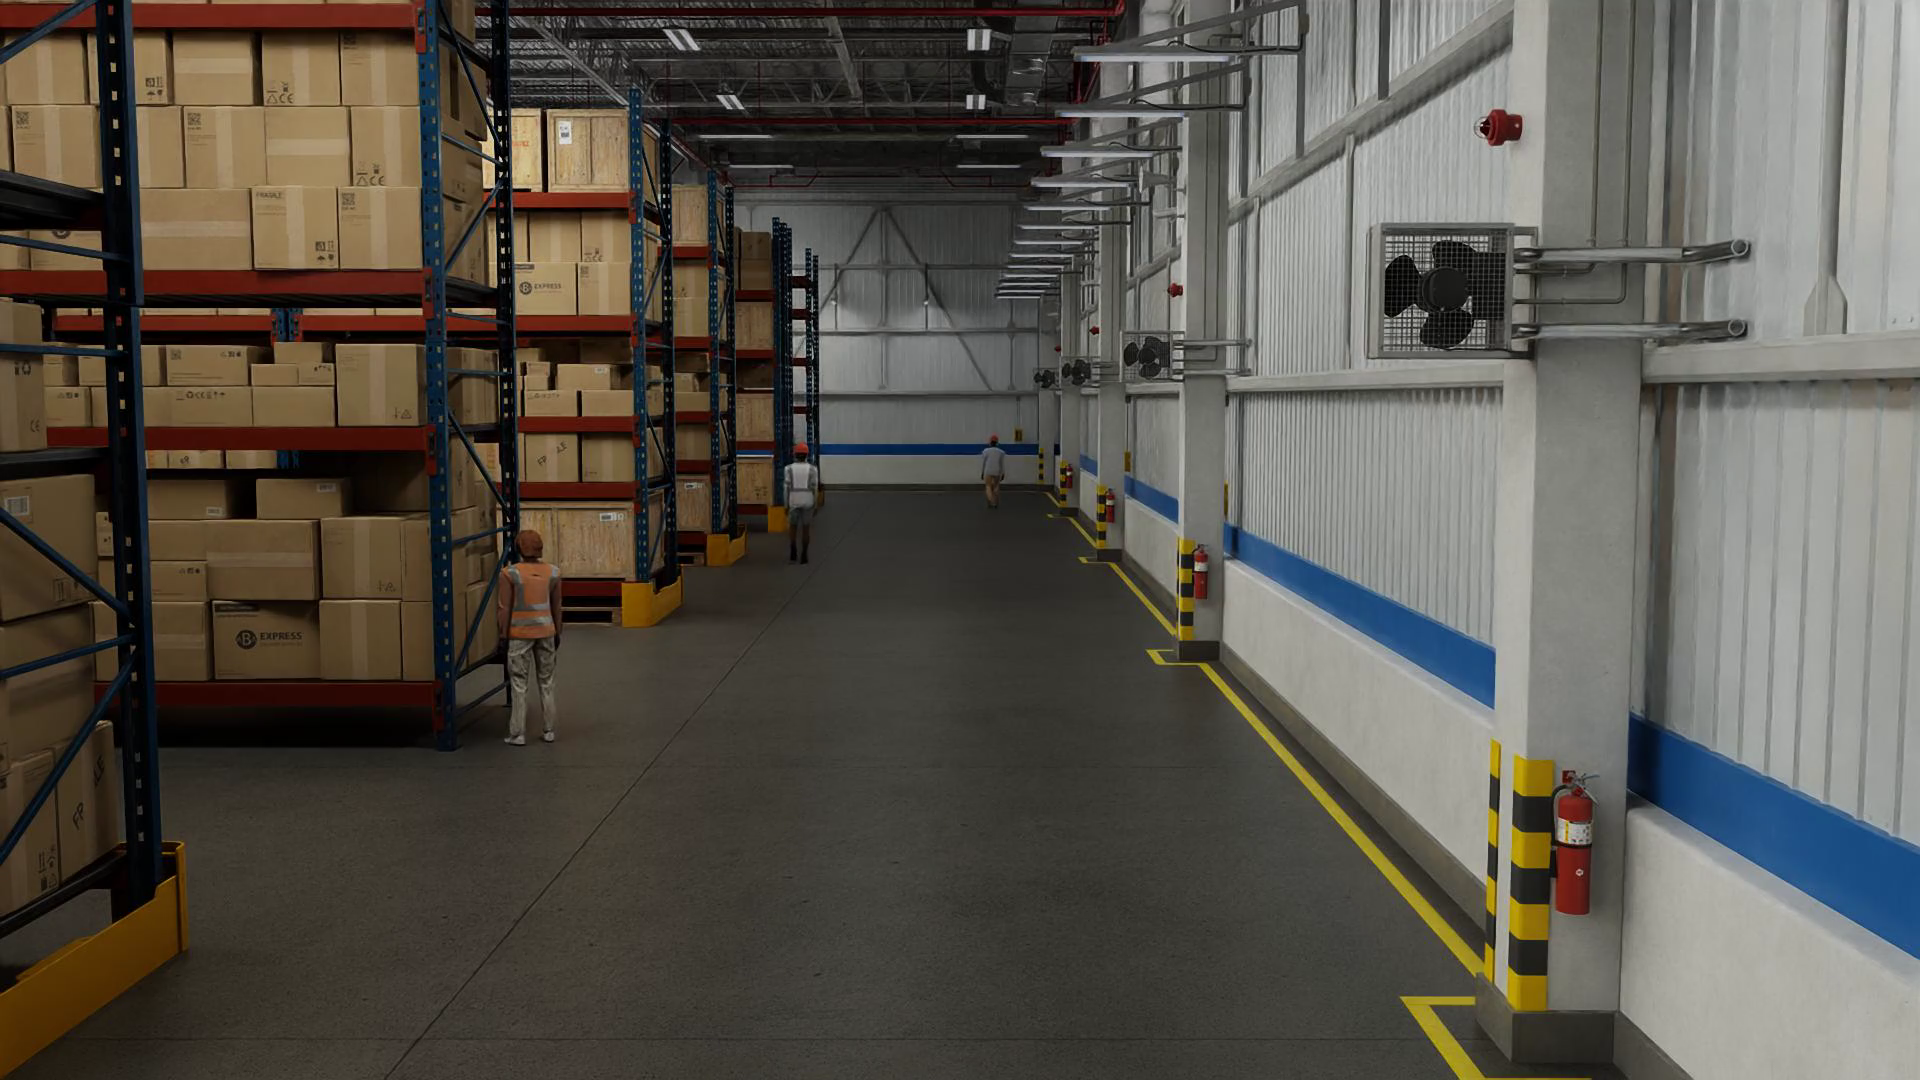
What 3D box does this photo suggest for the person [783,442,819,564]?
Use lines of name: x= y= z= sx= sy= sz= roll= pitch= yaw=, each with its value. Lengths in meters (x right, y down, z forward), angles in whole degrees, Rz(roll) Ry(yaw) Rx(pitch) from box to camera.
person: x=-2.496 y=-0.579 z=26.178 sx=0.547 sy=1.922 sz=0.430 roll=0 pitch=5 yaw=0

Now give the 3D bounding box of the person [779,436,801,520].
person: x=-3.606 y=-1.331 z=35.068 sx=0.821 sy=1.911 sz=0.629 roll=3 pitch=6 yaw=31

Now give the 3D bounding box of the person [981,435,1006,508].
person: x=0.791 y=-1.610 z=39.227 sx=0.585 sy=1.737 sz=0.376 roll=0 pitch=5 yaw=-1

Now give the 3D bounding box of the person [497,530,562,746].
person: x=-3.236 y=0.735 z=12.556 sx=0.522 sy=1.631 sz=0.314 roll=-4 pitch=6 yaw=-41
